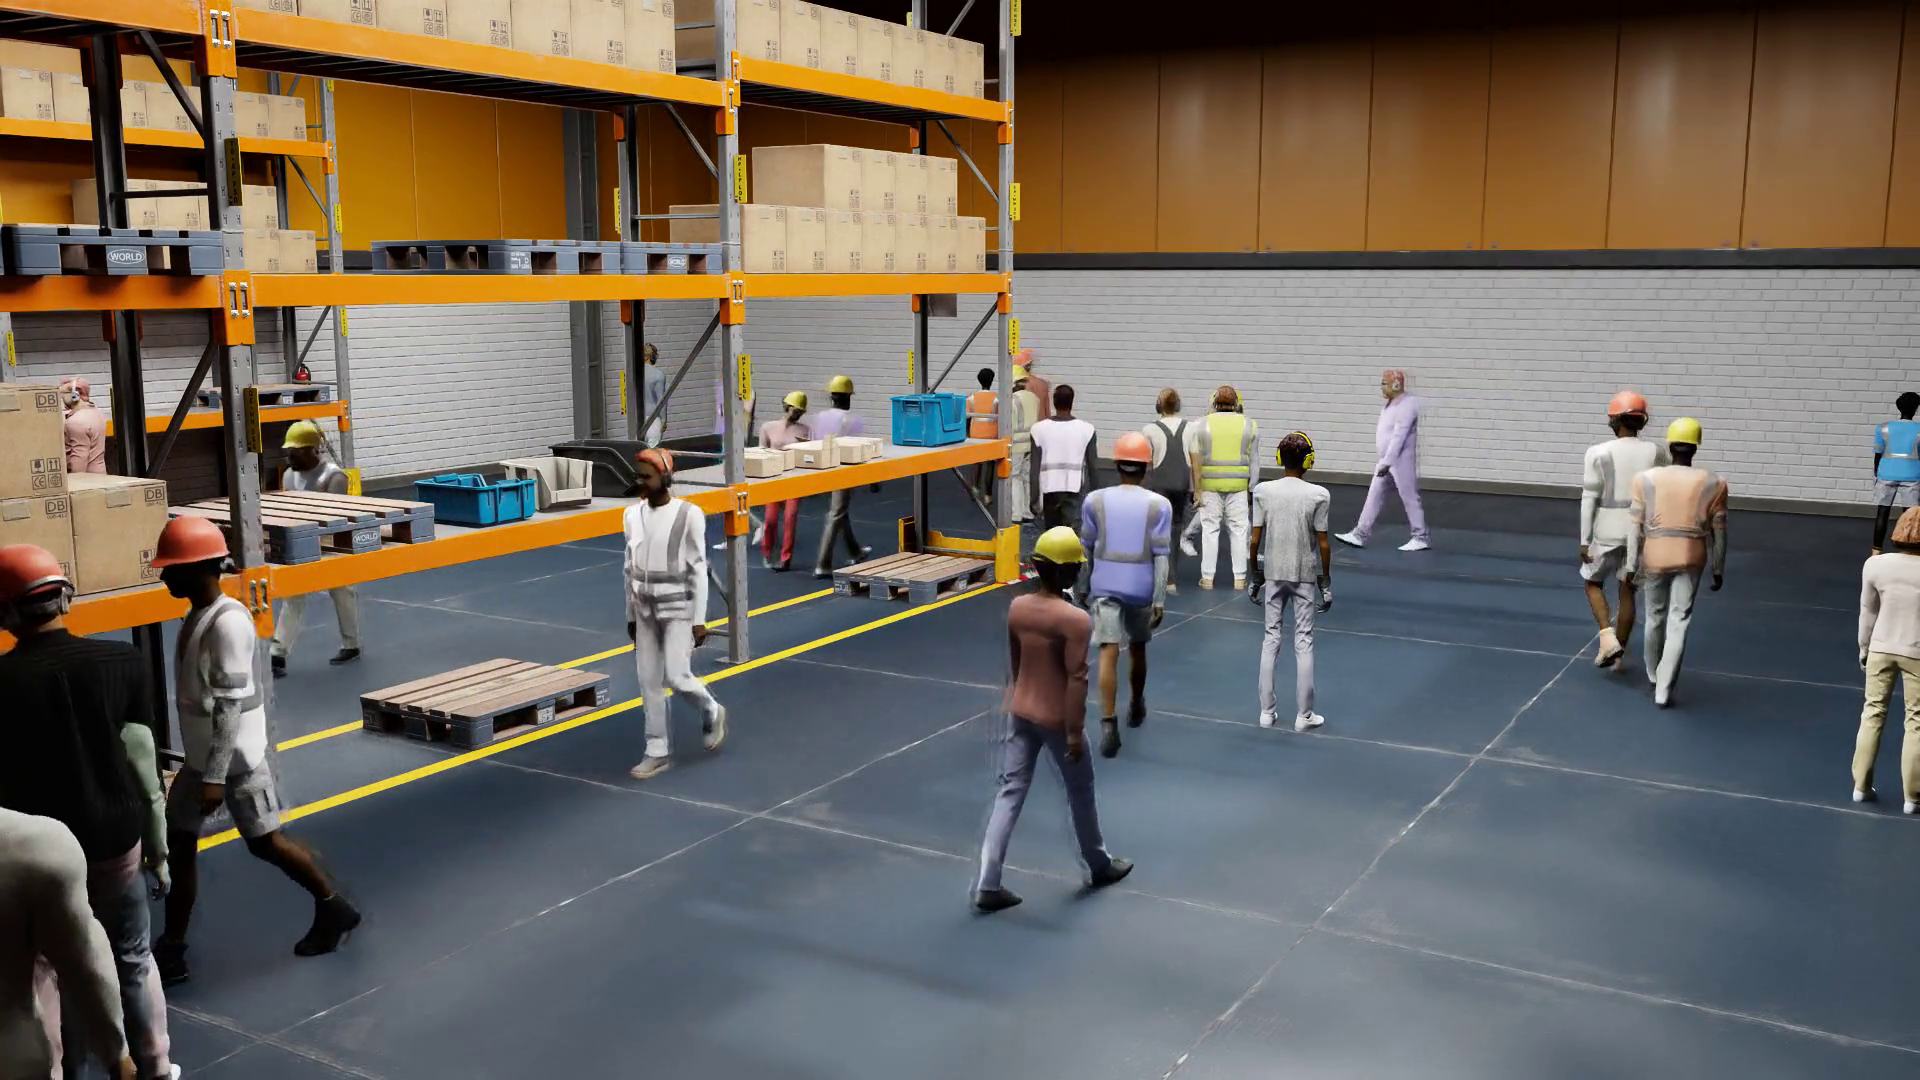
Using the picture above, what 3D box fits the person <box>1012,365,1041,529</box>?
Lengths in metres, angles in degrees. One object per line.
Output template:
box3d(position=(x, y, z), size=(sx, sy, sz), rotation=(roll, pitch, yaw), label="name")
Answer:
box3d(position=(0.651, -1.038, 18.557), size=(0.404, 1.827, 0.600), rotation=(7, 11, 37), label="person")

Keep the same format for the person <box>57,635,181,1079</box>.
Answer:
box3d(position=(-2.946, 1.129, 5.639), size=(0.499, 1.634, 0.279), rotation=(-2, 9, -13), label="person")

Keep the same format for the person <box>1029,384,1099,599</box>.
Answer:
box3d(position=(0.920, -0.437, 14.689), size=(0.609, 1.876, 1.006), rotation=(1, 9, 6), label="person")

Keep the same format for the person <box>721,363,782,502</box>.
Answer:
box3d(position=(-2.607, -1.247, 20.006), size=(0.998, 1.784, 0.575), rotation=(-8, 12, -42), label="person")

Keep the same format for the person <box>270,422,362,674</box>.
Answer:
box3d(position=(-4.639, 0.067, 11.804), size=(0.591, 1.782, 0.922), rotation=(4, 10, 21), label="person")

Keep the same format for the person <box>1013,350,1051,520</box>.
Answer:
box3d(position=(0.790, -1.185, 19.079), size=(0.713, 1.968, 0.403), rotation=(-8, 12, -40), label="person")

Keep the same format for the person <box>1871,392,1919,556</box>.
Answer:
box3d(position=(9.196, -0.599, 16.253), size=(0.532, 1.691, 0.318), rotation=(6, 11, 34), label="person")

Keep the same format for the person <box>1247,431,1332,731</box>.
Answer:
box3d(position=(2.058, 0.255, 10.364), size=(0.538, 1.869, 0.312), rotation=(4, 10, 26), label="person")

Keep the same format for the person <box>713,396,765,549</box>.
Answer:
box3d(position=(-2.284, -0.696, 17.072), size=(0.463, 1.616, 0.516), rotation=(-2, 9, -13), label="person")

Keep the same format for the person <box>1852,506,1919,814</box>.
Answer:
box3d(position=(5.012, 0.626, 8.818), size=(0.285, 1.625, 0.495), rotation=(-7, 11, -37), label="person")

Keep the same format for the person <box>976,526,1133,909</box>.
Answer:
box3d(position=(0.405, 0.788, 7.496), size=(0.904, 1.714, 0.540), rotation=(-8, 12, -41), label="person")

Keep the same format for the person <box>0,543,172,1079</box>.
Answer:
box3d(position=(-2.982, 0.985, 5.522), size=(0.648, 1.968, 0.431), rotation=(-9, 13, -44), label="person")

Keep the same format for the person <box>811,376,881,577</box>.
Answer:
box3d(position=(-1.102, -0.608, 15.755), size=(0.608, 1.872, 1.010), rotation=(7, 11, 37), label="person")

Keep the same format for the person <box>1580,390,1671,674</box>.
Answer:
box3d(position=(4.670, -0.041, 11.726), size=(0.613, 2.025, 0.501), rotation=(0, 9, 2), label="person")

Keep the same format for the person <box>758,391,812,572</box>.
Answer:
box3d(position=(-1.674, -0.550, 15.861), size=(0.573, 1.720, 0.422), rotation=(-1, 9, -4), label="person")

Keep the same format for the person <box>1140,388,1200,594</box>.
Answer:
box3d(position=(1.843, -0.453, 14.950), size=(0.540, 1.812, 0.804), rotation=(-1, 9, -8), label="person")

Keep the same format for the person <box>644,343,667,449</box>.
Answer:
box3d(position=(-4.074, -1.594, 21.714), size=(0.625, 1.935, 0.364), rotation=(5, 10, 29), label="person")

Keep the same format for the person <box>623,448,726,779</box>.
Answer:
box3d(position=(-1.638, 0.399, 9.450), size=(0.588, 1.870, 0.585), rotation=(5, 10, 28), label="person")

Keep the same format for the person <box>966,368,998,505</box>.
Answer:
box3d(position=(0.339, -1.276, 20.516), size=(0.538, 1.683, 0.512), rotation=(2, 9, 15), label="person")

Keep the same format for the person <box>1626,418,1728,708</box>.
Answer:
box3d(position=(4.786, 0.128, 11.109), size=(0.608, 1.876, 0.958), rotation=(4, 10, 25), label="person")

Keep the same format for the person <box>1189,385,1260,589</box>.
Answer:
box3d(position=(2.372, -0.471, 14.979), size=(0.633, 1.841, 0.429), rotation=(0, 9, 2), label="person")

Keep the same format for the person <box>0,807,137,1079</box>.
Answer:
box3d(position=(-2.378, 1.269, 4.009), size=(0.656, 1.883, 1.044), rotation=(-1, 9, -4), label="person")

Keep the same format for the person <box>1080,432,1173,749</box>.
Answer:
box3d(position=(0.997, 0.293, 10.093), size=(0.564, 1.894, 0.988), rotation=(1, 9, 9), label="person")

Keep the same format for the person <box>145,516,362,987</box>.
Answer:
box3d(position=(-2.925, 0.834, 6.686), size=(0.565, 1.901, 0.960), rotation=(9, 13, 44), label="person")

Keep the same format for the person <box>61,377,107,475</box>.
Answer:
box3d(position=(-7.988, -0.531, 15.147), size=(0.410, 1.912, 0.643), rotation=(-2, 9, -13), label="person")

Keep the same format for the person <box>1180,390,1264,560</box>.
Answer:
box3d(position=(2.601, -0.655, 16.561), size=(0.882, 1.702, 0.485), rotation=(7, 11, 35), label="person")

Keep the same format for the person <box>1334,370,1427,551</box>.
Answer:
box3d(position=(4.363, -0.797, 16.978), size=(0.966, 1.856, 0.642), rotation=(-1, 9, -8), label="person")
